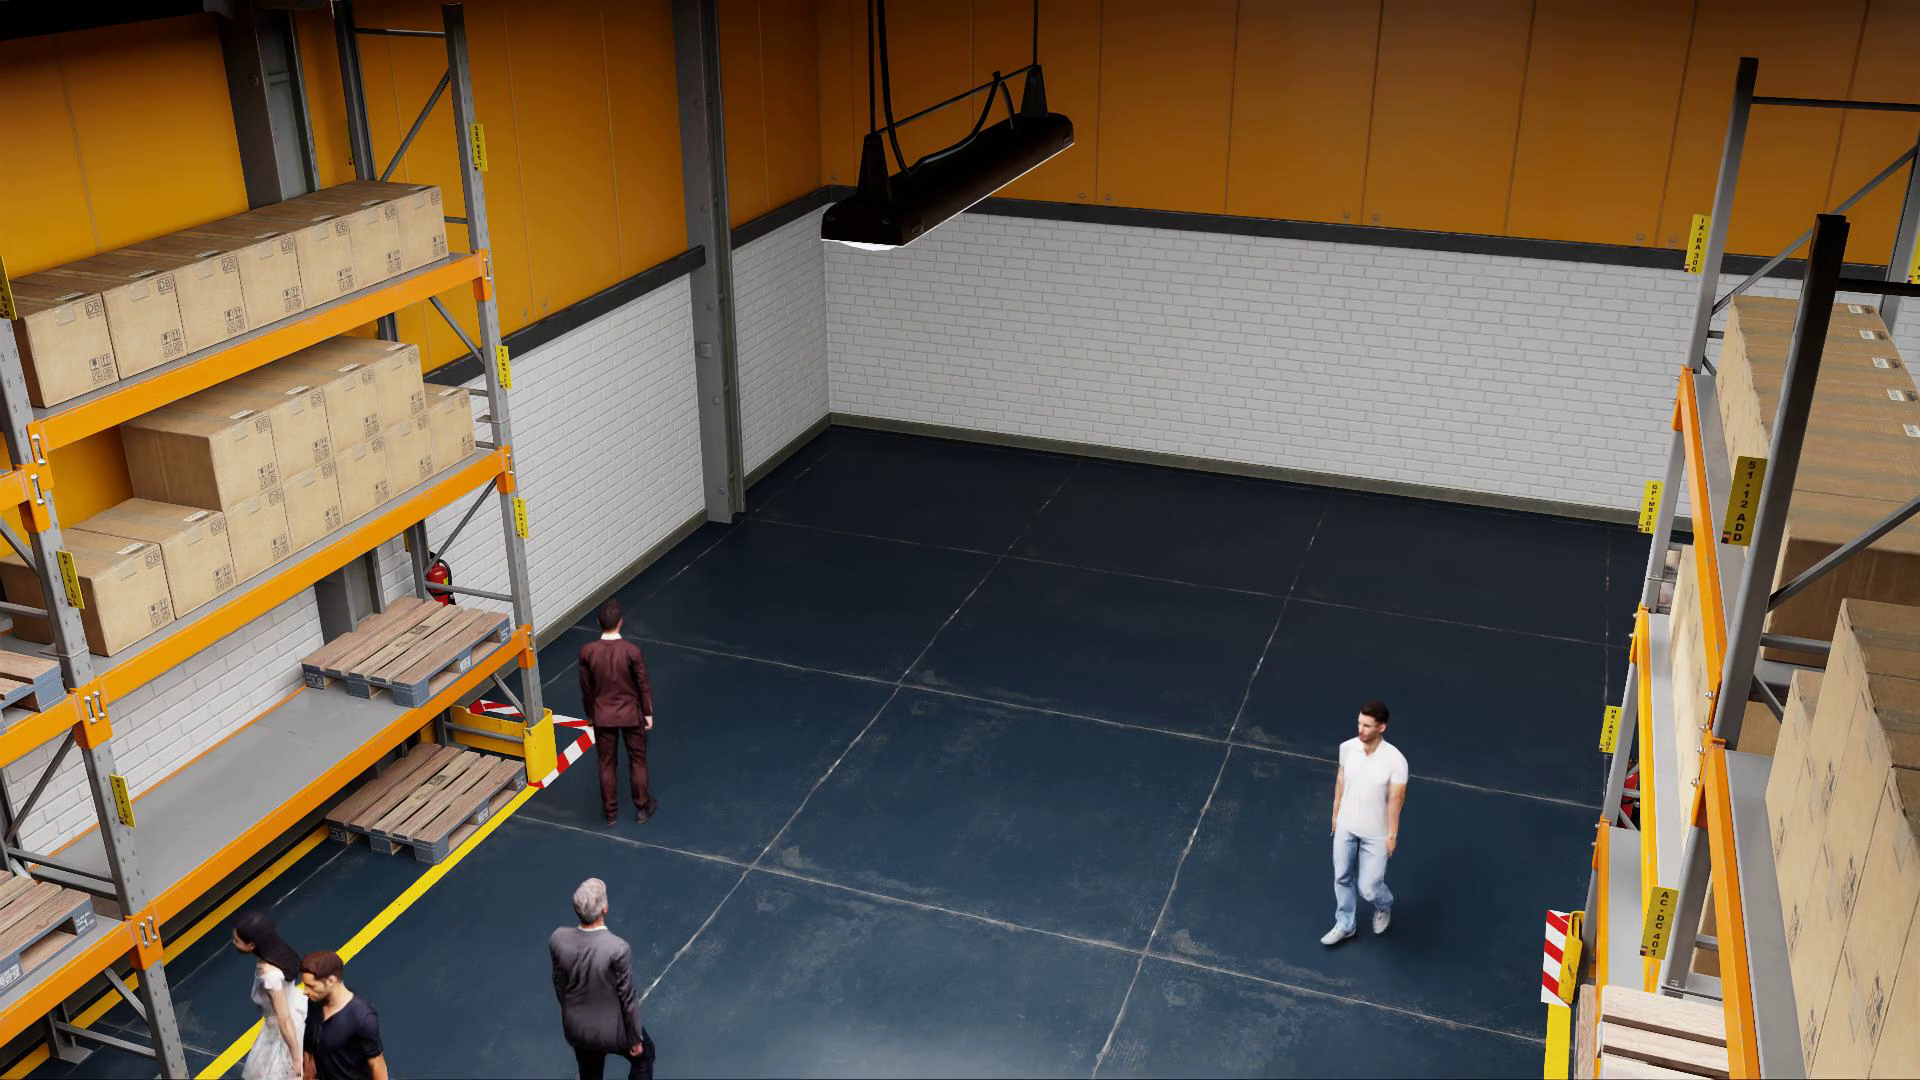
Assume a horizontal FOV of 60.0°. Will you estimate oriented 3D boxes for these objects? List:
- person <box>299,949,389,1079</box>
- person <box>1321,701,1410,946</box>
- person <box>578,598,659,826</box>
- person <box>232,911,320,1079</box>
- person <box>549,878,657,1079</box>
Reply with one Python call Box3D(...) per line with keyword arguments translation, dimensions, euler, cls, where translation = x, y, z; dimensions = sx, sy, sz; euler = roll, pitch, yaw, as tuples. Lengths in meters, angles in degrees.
Box3D(translation=(-3.192, 2.921, 8.952), dimensions=(0.702, 1.830, 0.680), euler=(14, 27, 30), cls="person")
Box3D(translation=(2.782, 1.910, 11.246), dimensions=(0.945, 1.846, 0.861), euler=(-20, 31, -39), cls="person")
Box3D(translation=(-2.583, 1.310, 12.594), dimensions=(0.761, 1.865, 0.734), euler=(-1, 24, -1), cls="person")
Box3D(translation=(-3.680, 2.812, 9.315), dimensions=(0.985, 1.739, 0.976), euler=(-5, 24, -11), cls="person")
Box3D(translation=(-2.042, 2.761, 9.332), dimensions=(0.761, 1.820, 0.740), euler=(8, 25, 17), cls="person")
